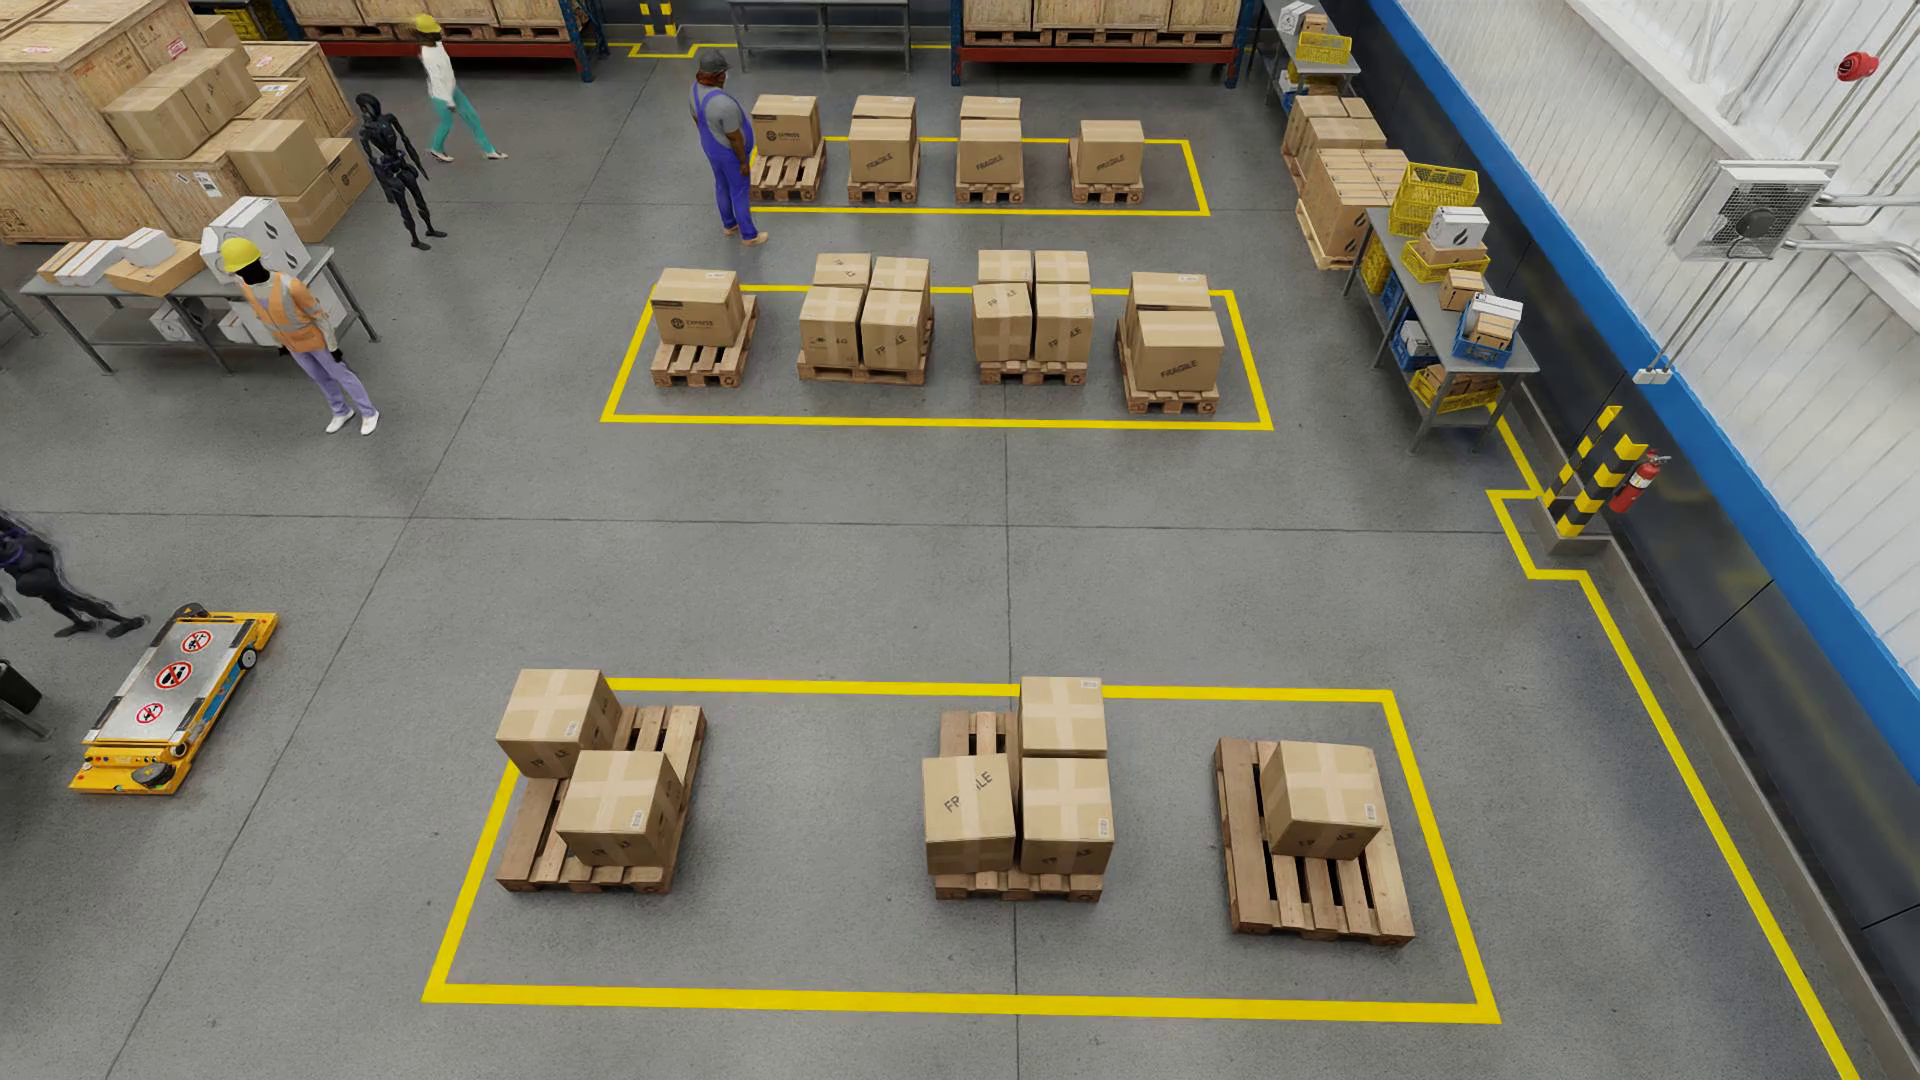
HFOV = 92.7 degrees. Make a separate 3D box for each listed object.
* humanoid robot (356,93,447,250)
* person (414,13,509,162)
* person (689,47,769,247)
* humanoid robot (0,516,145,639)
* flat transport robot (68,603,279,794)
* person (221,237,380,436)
[{"bbox_3d":[-5.983,-3.902,9.745,0.330,1.651,0.577,14,51,12],"label":"humanoid robot"},{"bbox_3d":[-6.190,-5.352,10.939,0.865,1.725,0.530,0,50,0],"label":"person"},{"bbox_3d":[-2.435,-4.147,9.717,0.536,2.000,0.682,-37,59,-27],"label":"person"},{"bbox_3d":[-6.482,0.181,6.297,0.645,1.644,0.639,-24,54,-19],"label":"humanoid robot"},{"bbox_3d":[-5.504,1.072,6.442,0.652,0.197,1.431,1,50,1],"label":"flat transport robot"},{"bbox_3d":[-5.516,-1.674,7.697,0.587,1.927,0.383,6,50,5],"label":"person"}]
